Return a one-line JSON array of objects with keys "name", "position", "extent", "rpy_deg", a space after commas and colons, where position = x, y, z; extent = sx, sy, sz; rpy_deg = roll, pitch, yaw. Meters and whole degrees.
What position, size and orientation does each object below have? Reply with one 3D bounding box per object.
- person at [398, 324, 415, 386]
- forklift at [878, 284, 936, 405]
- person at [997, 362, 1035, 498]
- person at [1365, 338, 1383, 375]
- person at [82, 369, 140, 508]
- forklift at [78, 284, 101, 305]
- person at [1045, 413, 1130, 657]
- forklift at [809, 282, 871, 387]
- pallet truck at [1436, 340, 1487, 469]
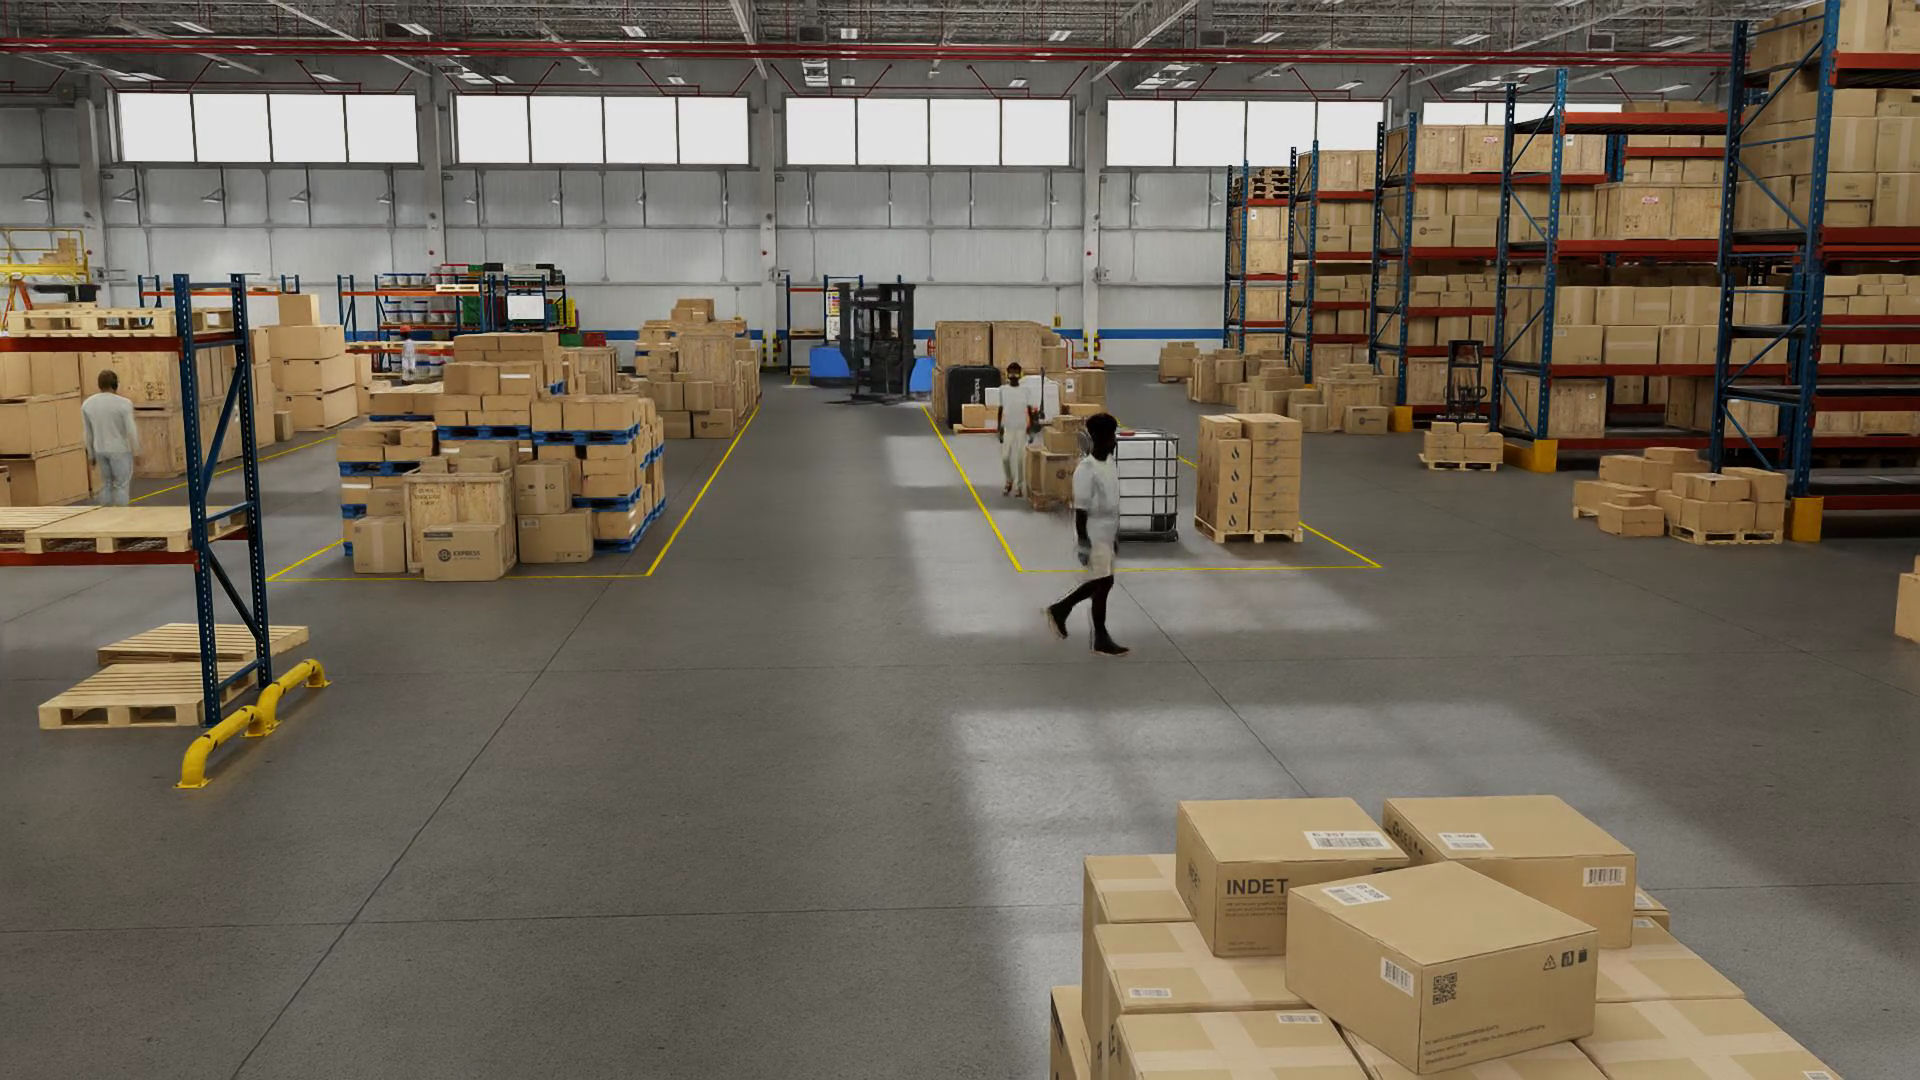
[{"name": "person", "position": [-12.619, -4.009, 38.221], "extent": [0.735, 1.919, 0.557], "rpy_deg": [-3, 10, -18]}, {"name": "forklift", "position": [-1.459, -4.612, 38.987], "extent": [1.129, 2.768, 1.873], "rpy_deg": [8, 12, 42]}, {"name": "person", "position": [0.761, -1.483, 22.589], "extent": [0.530, 1.853, 0.523], "rpy_deg": [1, 9, 7]}, {"name": "person", "position": [9.301, -3.733, 37.386], "extent": [0.341, 1.634, 0.534], "rpy_deg": [-6, 11, -34]}, {"name": "person", "position": [-9.820, -1.004, 19.280], "extent": [0.634, 1.939, 0.360], "rpy_deg": [2, 9, 13]}, {"name": "forklift", "position": [-19.119, -4.240, 36.653], "extent": [1.873, 2.768, 1.129], "rpy_deg": [-5, 10, -30]}, {"name": "person", "position": [1.026, -0.053, 13.273], "extent": [0.696, 1.945, 0.616], "rpy_deg": [4, 10, 25]}, {"name": "forklift", "position": [-3.123, -5.535, 44.788], "extent": [1.873, 2.768, 1.129], "rpy_deg": [-1, 9, -4]}, {"name": "pallet truck", "position": [8.004, -2.170, 26.422], "extent": [0.823, 1.965, 1.885], "rpy_deg": [2, 9, 14]}]
